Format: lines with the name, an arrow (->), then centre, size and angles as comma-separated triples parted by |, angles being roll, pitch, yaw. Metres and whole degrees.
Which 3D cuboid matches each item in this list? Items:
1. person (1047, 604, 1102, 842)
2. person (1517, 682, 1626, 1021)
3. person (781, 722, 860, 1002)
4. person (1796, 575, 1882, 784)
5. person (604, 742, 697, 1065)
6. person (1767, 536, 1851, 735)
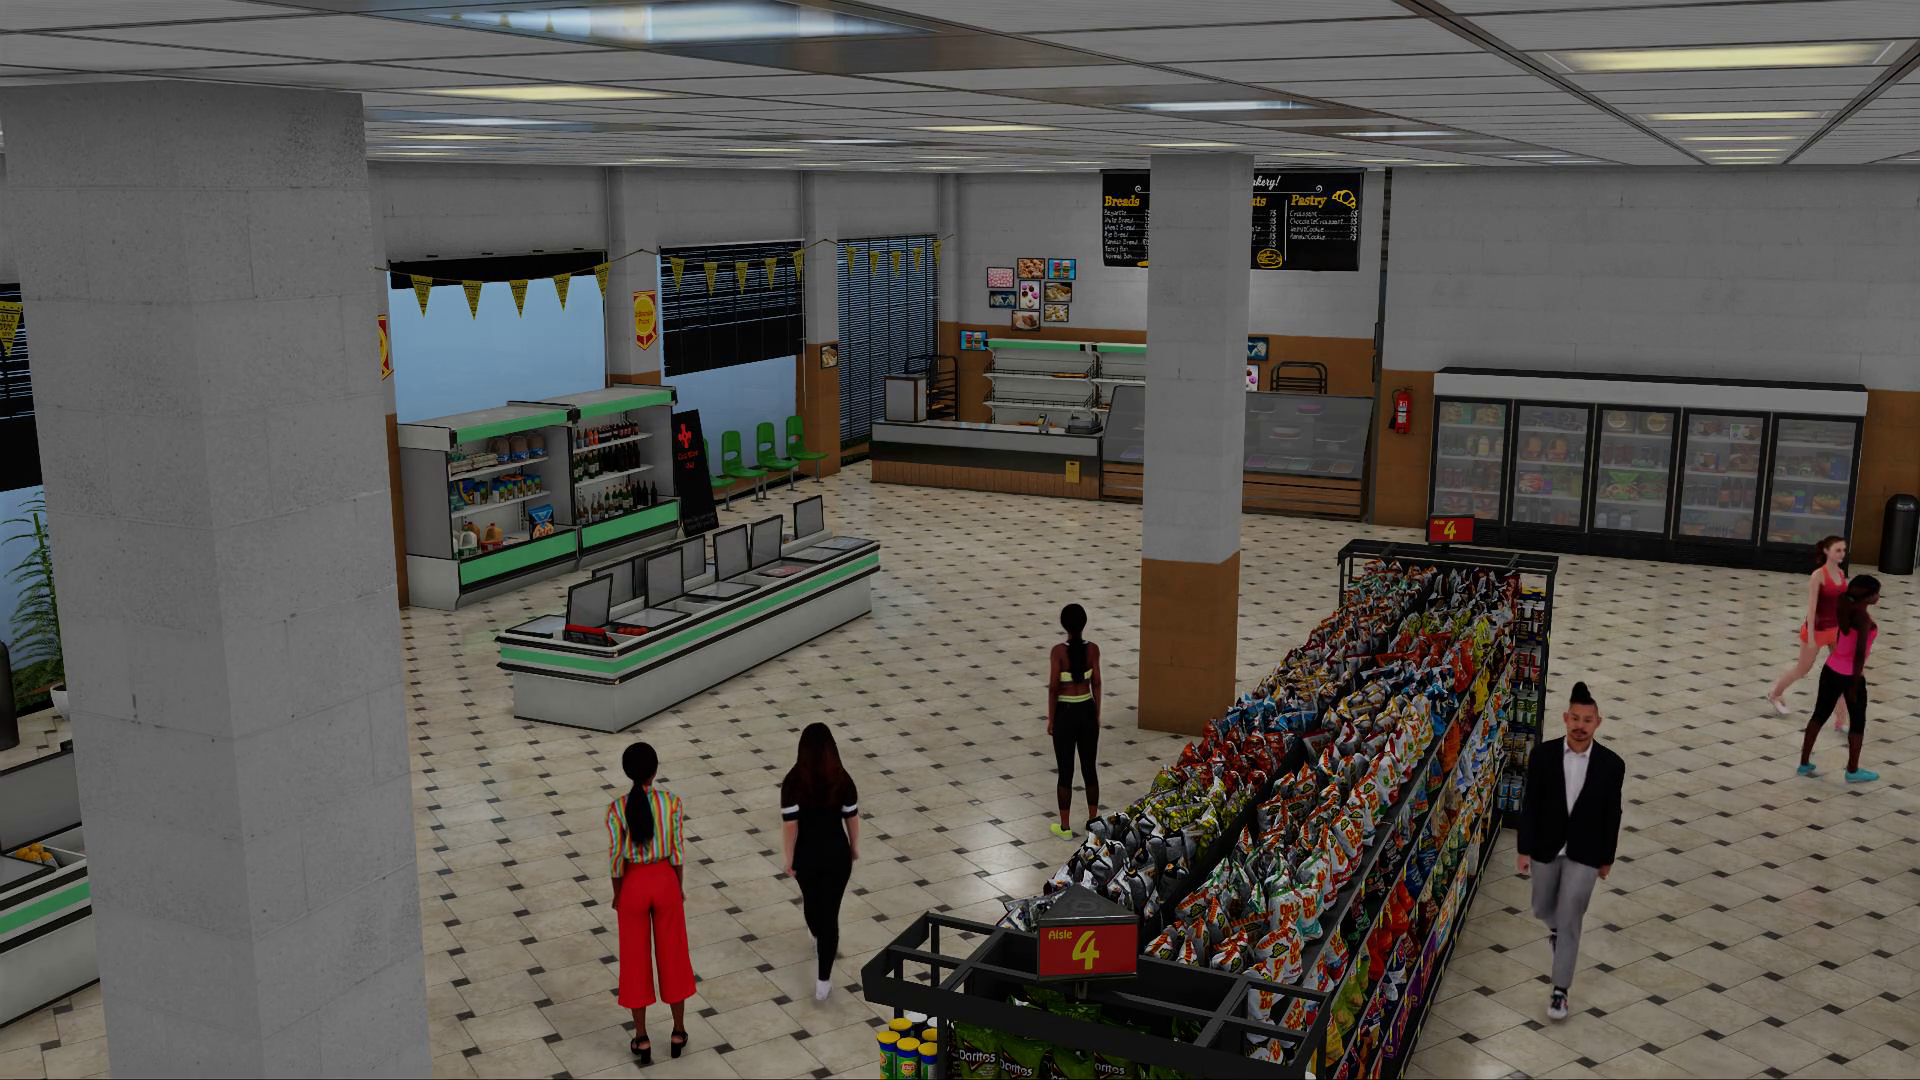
person -> 0.847, 1.329, 12.177 | 0.638, 1.754, 0.676 | -3, 12, -13
person -> 3.556, 1.756, 9.725 | 0.720, 1.928, 1.104 | 6, 13, 26
person -> -0.813, 1.914, 9.800 | 1.010, 1.589, 1.193 | -2, 12, -8
person -> 7.043, 1.104, 13.369 | 0.840, 1.703, 0.843 | -2, 12, -7
person -> -1.692, 1.966, 9.059 | 0.684, 1.793, 0.730 | -3, 12, -15
person -> 7.564, 0.818, 14.709 | 1.112, 1.711, 1.159 | -4, 13, -20
